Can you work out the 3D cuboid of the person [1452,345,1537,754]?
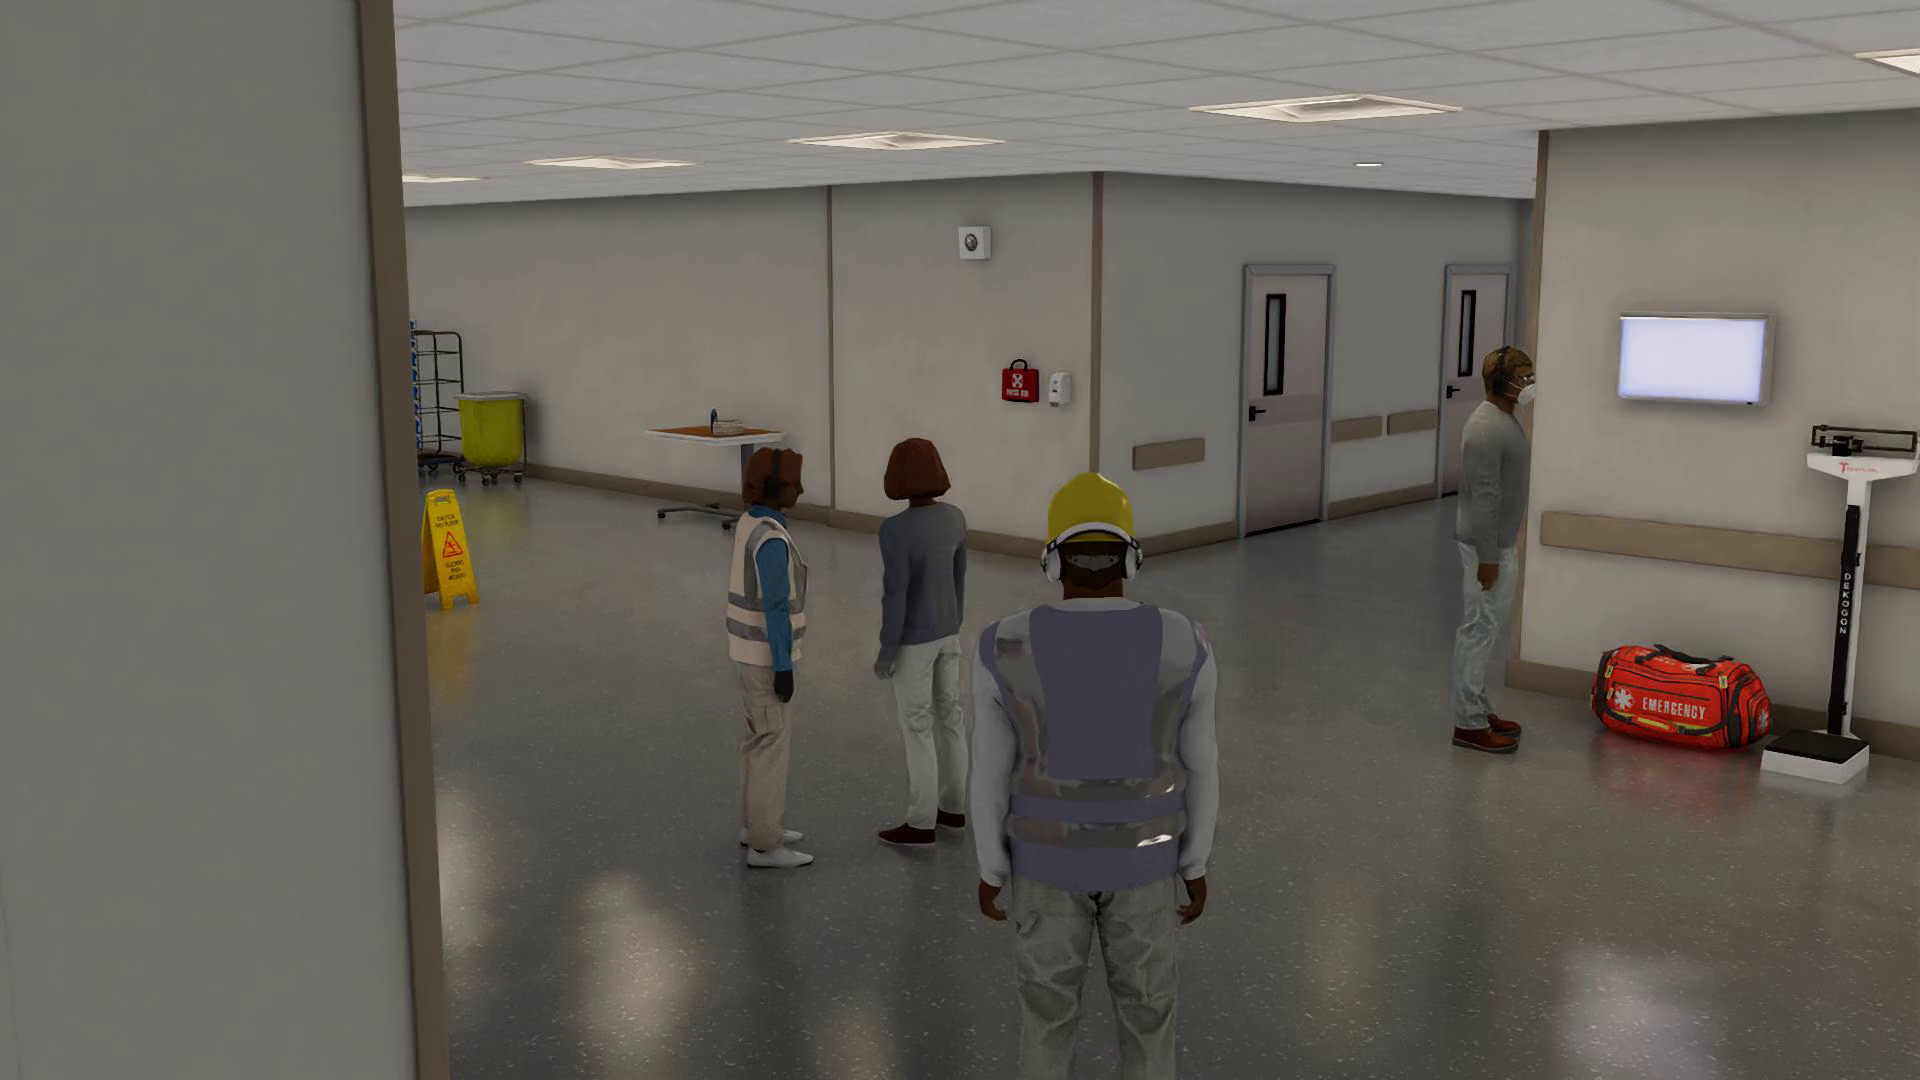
[{"bbox_3d":[2.562,0.037,7.996,0.357,1.938,0.638,4,10,23],"label":"person"}]

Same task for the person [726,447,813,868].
[{"bbox_3d":[-0.736,0.452,6.398,0.316,1.631,0.524,-3,10,-16],"label":"person"}]

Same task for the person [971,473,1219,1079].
[{"bbox_3d":[0.318,0.749,3.988,0.586,1.824,0.403,0,9,-1],"label":"person"}]

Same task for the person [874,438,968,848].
[{"bbox_3d":[-0.155,0.409,6.647,0.279,1.632,0.502,7,12,37],"label":"person"}]
